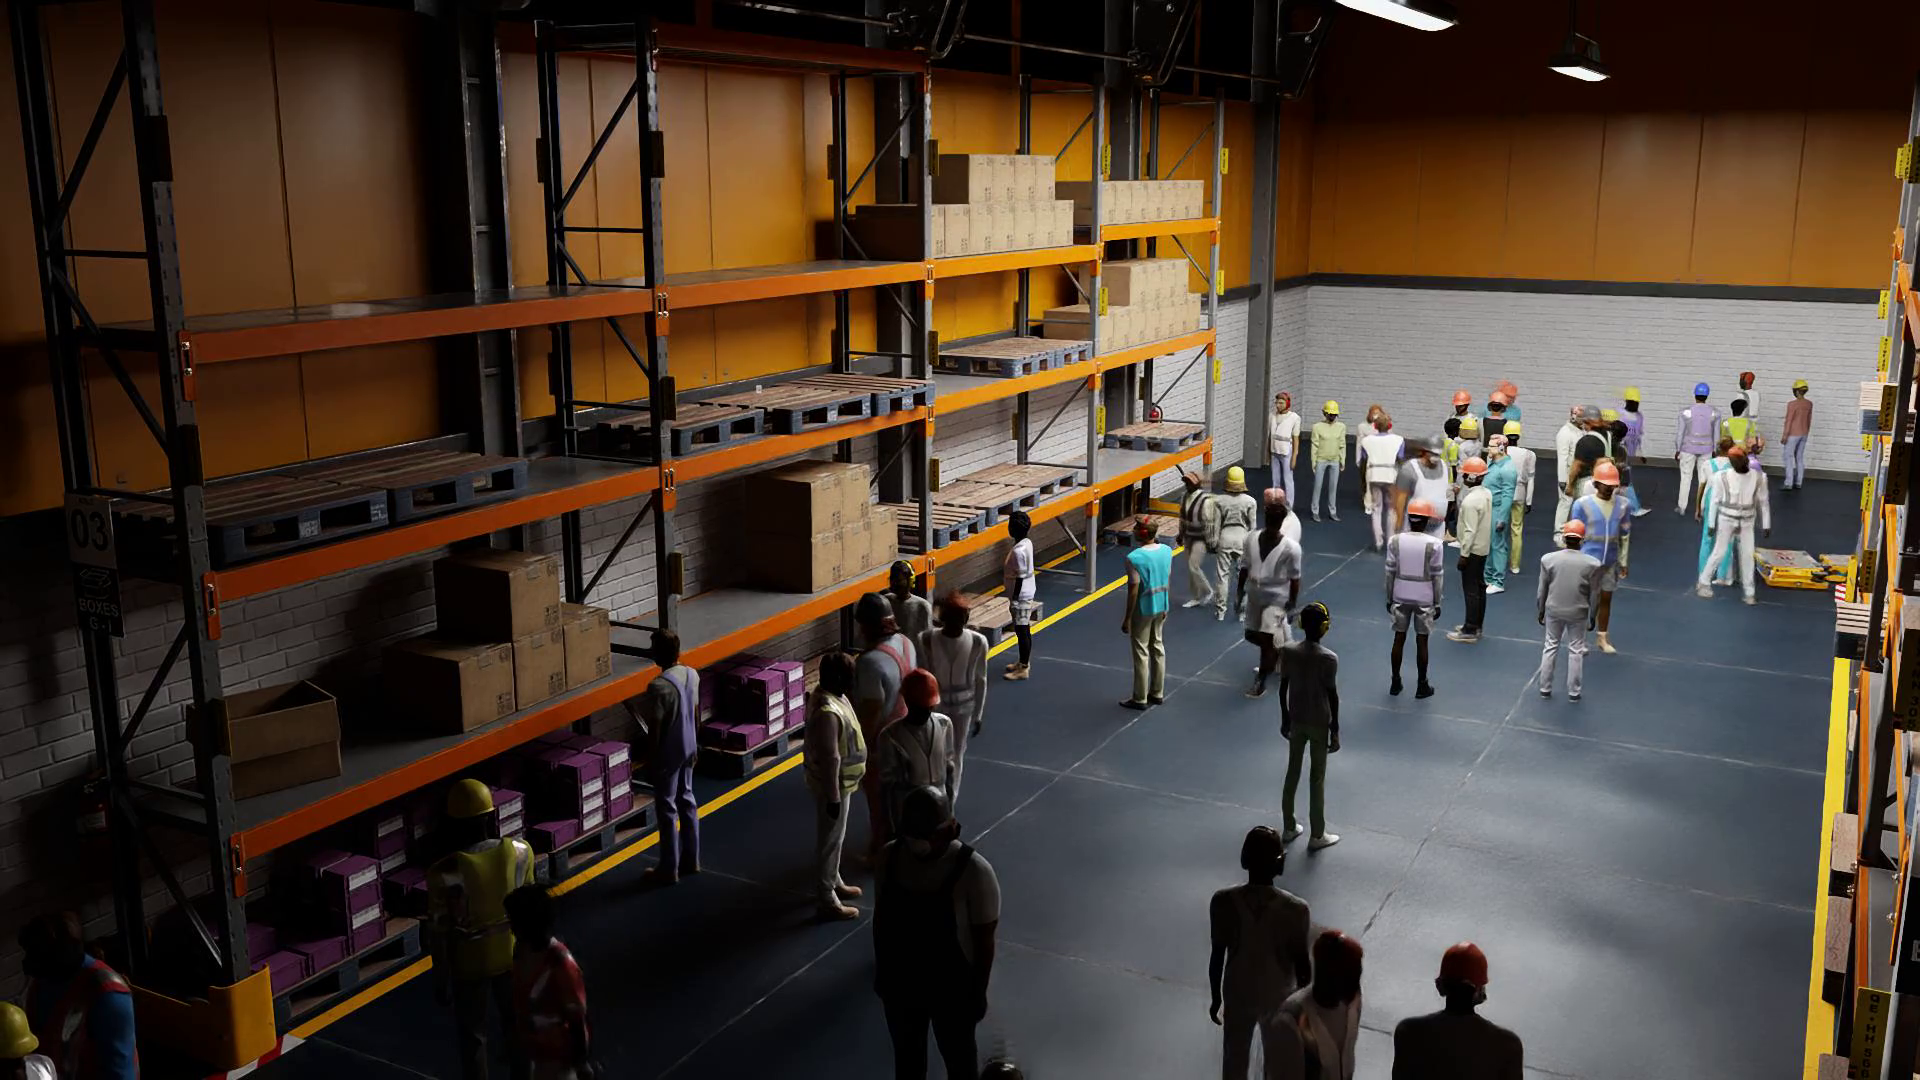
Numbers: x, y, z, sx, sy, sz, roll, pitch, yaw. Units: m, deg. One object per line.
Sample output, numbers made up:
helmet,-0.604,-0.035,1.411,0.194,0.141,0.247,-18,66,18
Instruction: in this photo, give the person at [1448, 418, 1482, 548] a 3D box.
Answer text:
person,6.752,-0.768,22.216,0.494,1.743,0.308,-11,17,-41

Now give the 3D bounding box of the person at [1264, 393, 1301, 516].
person,4.678,-1.224,24.050,0.388,1.838,0.562,-9,16,-36

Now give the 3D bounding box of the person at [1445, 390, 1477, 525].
person,7.086,-1.171,23.614,0.386,1.929,0.543,-9,15,-35

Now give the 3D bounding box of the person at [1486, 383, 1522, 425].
person,7.957,-1.357,24.447,0.596,1.934,1.094,-2,13,-8

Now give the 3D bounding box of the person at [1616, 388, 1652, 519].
person,9.724,-1.257,24.088,0.612,1.876,0.954,-7,15,-30

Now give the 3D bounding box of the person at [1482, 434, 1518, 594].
person,6.354,-0.316,19.827,0.410,1.909,0.643,-1,13,-5

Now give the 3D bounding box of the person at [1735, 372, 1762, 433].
person,12.310,-1.702,26.112,0.568,1.878,0.350,-9,15,-34

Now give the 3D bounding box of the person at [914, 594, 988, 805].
person,-0.081,1.298,12.712,0.588,1.861,0.438,-1,13,-3

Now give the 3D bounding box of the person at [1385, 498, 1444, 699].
person,4.336,0.554,15.884,0.543,1.928,0.373,7,14,29

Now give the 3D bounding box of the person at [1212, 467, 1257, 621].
person,3.062,0.040,18.596,0.492,1.746,0.284,2,13,10

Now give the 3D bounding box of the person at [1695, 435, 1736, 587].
person,9.208,-0.356,20.170,0.518,1.833,0.364,12,17,43

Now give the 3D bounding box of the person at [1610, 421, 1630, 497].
person,8.820,-0.762,22.326,0.322,1.689,0.536,4,13,18

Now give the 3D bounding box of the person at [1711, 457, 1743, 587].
person,9.393,-0.246,20.168,0.538,1.623,0.337,-10,16,-39

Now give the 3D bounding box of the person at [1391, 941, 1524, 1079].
person,2.146,2.579,7.231,0.563,1.741,0.339,4,13,17

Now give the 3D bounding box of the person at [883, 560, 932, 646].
person,-0.469,1.070,13.701,0.519,1.874,0.331,7,14,28

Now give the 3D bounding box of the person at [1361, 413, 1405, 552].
person,5.620,-0.778,22.100,0.592,1.808,0.776,4,13,18

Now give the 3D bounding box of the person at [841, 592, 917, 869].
person,-0.613,1.357,12.033,0.536,2.000,0.688,5,14,22

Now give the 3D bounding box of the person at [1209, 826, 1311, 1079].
person,1.481,2.304,8.249,0.506,1.839,0.343,4,13,18

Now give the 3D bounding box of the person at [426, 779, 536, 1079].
person,-2.488,2.171,8.674,0.591,1.919,0.397,-11,17,-41

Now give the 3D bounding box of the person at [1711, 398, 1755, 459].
person,11.391,-1.258,24.541,0.555,1.675,0.379,2,13,11

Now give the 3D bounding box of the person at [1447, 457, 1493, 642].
person,5.463,0.099,17.769,0.391,1.995,0.613,9,15,34

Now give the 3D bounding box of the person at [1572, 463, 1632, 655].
person,6.625,0.200,17.227,0.610,2.039,0.399,-1,13,-3

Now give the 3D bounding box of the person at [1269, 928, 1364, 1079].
person,1.470,2.508,7.356,0.593,1.844,0.902,-10,16,-38

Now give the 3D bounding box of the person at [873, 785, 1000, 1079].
person,-0.166,2.179,8.354,0.683,2.000,0.535,6,14,27

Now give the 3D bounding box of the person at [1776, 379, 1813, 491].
person,13.129,-1.646,26.136,0.540,1.758,0.346,-6,14,-24

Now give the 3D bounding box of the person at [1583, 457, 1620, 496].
person,7.628,-0.182,19.838,0.507,1.634,0.274,-4,13,-19

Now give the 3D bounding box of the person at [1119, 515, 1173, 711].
person,1.749,0.675,15.525,0.570,1.845,0.381,-11,17,-41

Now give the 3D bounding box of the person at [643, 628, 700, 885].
person,-2.037,1.521,11.776,0.352,1.835,0.518,7,14,27

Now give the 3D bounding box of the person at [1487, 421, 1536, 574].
person,6.838,-0.528,20.752,0.588,1.919,0.396,3,13,13

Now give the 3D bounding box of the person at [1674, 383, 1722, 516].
person,10.726,-1.317,24.214,0.605,1.948,0.391,3,13,11

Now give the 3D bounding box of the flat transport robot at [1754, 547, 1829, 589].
flat transport robot,10.241,0.335,20.605,0.652,0.197,1.431,3,13,14

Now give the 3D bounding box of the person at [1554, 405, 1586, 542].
person,8.257,-0.881,22.394,0.401,1.894,0.654,12,17,44

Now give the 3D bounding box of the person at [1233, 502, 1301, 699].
person,2.984,0.537,15.965,0.665,1.926,0.690,10,16,39

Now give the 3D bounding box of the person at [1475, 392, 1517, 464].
person,7.247,-1.006,22.655,0.612,2.029,0.407,4,13,18

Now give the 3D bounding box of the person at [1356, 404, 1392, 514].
person,6.081,-1.213,24.510,0.509,1.620,0.559,2,13,8

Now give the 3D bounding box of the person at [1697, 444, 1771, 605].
person,9.099,-0.202,19.424,0.694,1.871,0.537,3,13,14

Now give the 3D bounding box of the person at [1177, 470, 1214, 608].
person,2.679,-0.002,19.035,0.361,1.621,0.554,-7,15,-29

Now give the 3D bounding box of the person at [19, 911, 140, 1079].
person,-3.889,2.500,7.403,0.632,1.836,0.432,8,15,31

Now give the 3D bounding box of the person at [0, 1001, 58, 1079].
person,-3.767,2.679,6.612,0.403,1.825,0.596,5,14,23

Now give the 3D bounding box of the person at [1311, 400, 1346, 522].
person,5.263,-1.123,23.777,0.525,1.760,0.341,-2,13,-10

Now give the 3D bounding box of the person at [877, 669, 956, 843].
person,-0.251,1.739,10.587,0.538,1.930,0.378,-8,15,-32

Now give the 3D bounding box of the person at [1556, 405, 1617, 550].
person,8.244,-0.779,21.596,0.689,2.000,0.905,-12,17,-42

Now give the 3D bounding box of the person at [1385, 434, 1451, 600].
person,5.420,-0.358,19.712,0.697,2.000,0.858,-3,13,-12

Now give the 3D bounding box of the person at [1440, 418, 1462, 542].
person,6.610,-0.817,22.556,0.319,1.694,0.535,-2,13,-7

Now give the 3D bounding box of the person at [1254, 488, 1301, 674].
person,3.177,0.400,16.691,0.393,1.880,0.676,7,14,27

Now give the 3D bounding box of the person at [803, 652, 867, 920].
person,-0.837,1.642,11.230,0.428,1.835,0.627,0,13,-2

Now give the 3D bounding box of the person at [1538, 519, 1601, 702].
person,5.778,0.664,15.806,0.566,1.744,0.350,7,14,28

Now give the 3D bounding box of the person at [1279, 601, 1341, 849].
person,2.612,1.371,12.375,0.508,1.864,0.329,11,17,41

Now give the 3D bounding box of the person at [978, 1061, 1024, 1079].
person,0.144,2.777,6.203,0.540,1.802,0.942,0,13,1

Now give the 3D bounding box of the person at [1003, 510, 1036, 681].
person,0.586,0.543,16.454,0.318,1.697,0.533,2,13,8

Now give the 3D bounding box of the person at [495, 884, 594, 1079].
person,-1.975,2.446,8.060,0.848,1.638,0.545,-9,15,-35
